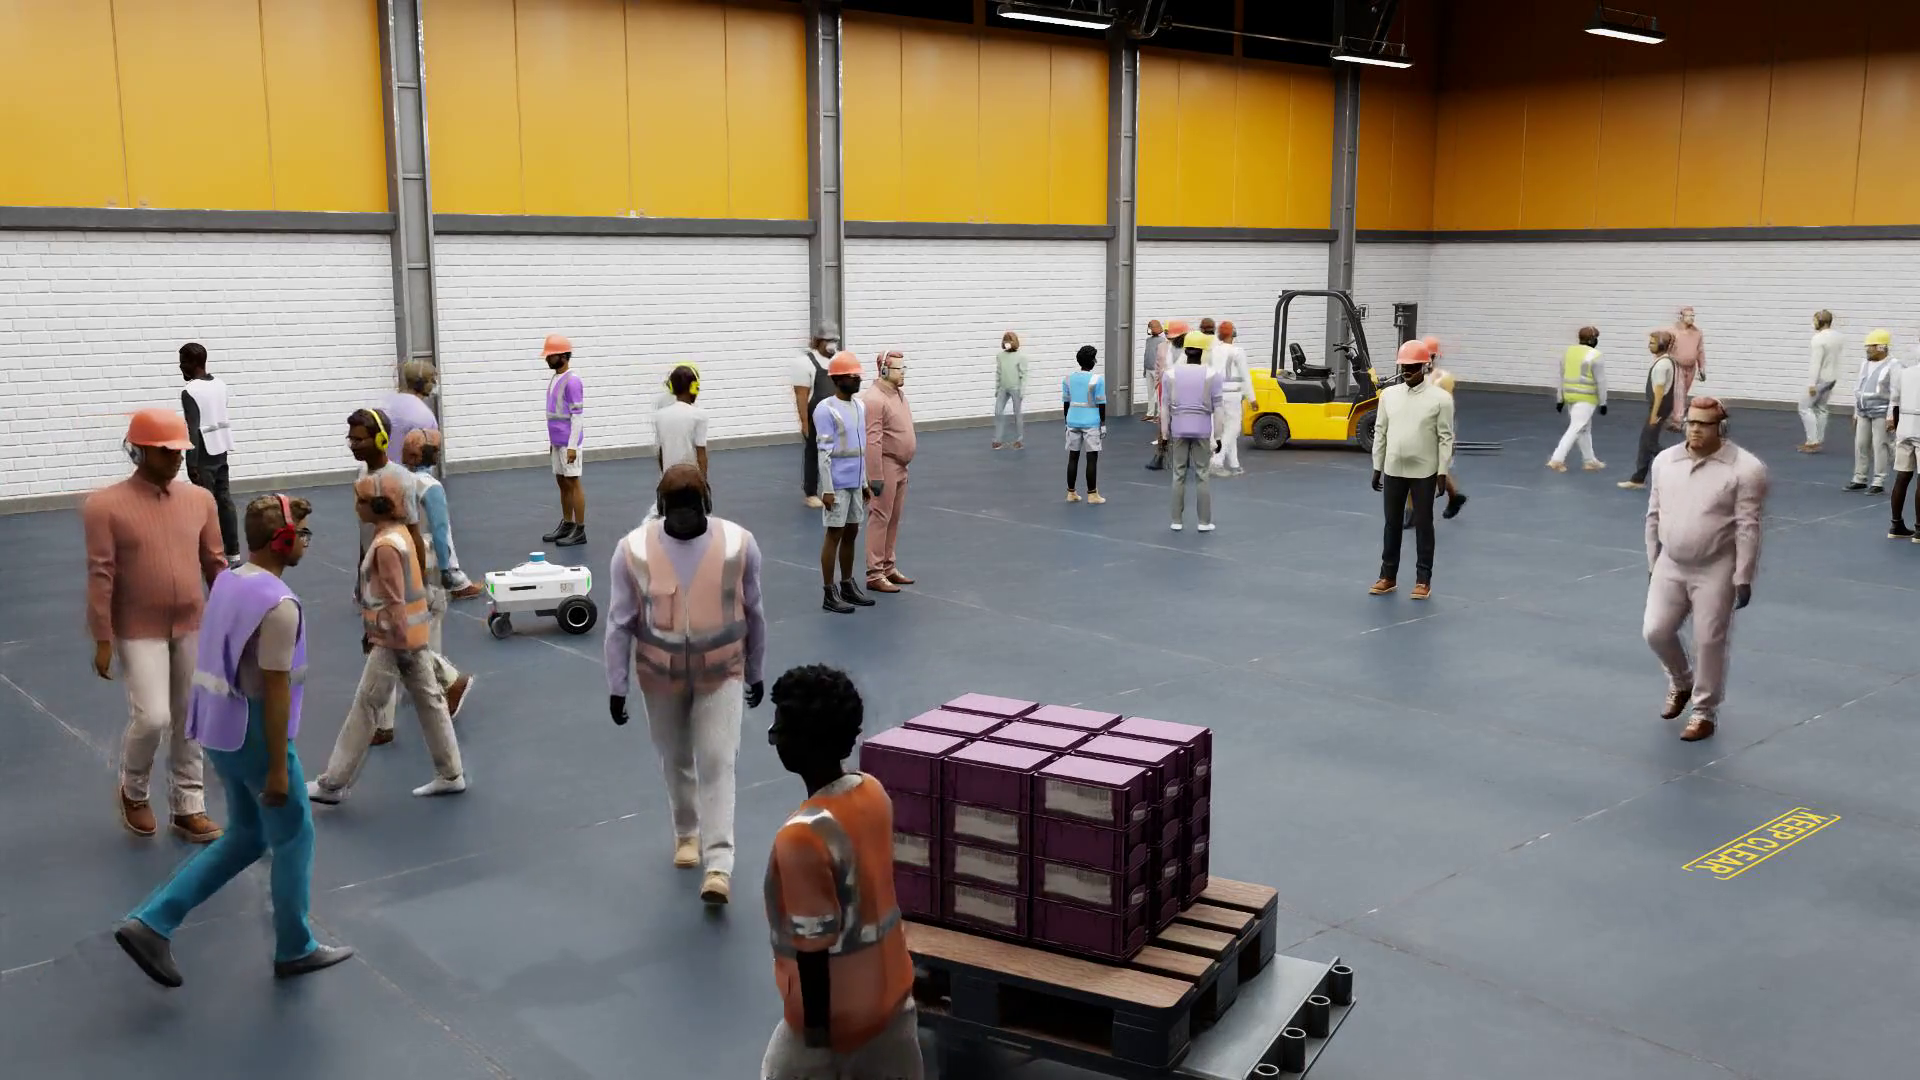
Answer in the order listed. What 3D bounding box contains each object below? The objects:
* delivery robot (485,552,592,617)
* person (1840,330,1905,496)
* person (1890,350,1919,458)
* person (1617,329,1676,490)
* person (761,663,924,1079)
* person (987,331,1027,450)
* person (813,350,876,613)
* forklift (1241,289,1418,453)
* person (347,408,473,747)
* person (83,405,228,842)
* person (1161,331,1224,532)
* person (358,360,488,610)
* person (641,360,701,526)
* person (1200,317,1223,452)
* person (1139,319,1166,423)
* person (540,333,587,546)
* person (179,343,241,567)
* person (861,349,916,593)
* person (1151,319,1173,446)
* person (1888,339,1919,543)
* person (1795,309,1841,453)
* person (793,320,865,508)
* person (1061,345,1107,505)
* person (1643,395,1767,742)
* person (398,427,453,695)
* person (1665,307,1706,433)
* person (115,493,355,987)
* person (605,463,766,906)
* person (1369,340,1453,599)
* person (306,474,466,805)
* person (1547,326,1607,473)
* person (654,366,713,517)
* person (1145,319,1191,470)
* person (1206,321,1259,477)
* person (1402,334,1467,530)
[{"bbox_3d":[-2.963,0.328,11.687,0.707,0.478,0.477,-4,10,-20],"label":"delivery robot"},{"bbox_3d":[10.135,-1.399,18.404,0.404,1.818,0.628,-2,10,-13],"label":"person"},{"bbox_3d":[11.978,-1.799,20.558,0.599,1.872,0.595,-7,12,-36],"label":"person"},{"bbox_3d":[7.822,-1.440,18.598,0.685,1.833,0.532,5,11,26],"label":"person"},{"bbox_3d":[-0.375,1.121,4.089,0.847,1.654,0.549,4,10,20],"label":"person"},{"bbox_3d":[0.628,-2.011,22.557,0.531,1.610,0.672,7,12,34],"label":"person"},{"bbox_3d":[-0.848,-0.436,12.384,0.352,1.942,0.546,6,11,30],"label":"person"},{"bbox_3d":[5.034,-2.339,22.783,2.313,2.155,1.214,3,10,16],"label":"forklift"},{"bbox_3d":[-3.036,0.181,9.072,0.535,1.847,0.779,9,14,44],"label":"person"},{"bbox_3d":[-3.546,0.386,7.434,0.414,1.982,0.647,6,12,33],"label":"person"},{"bbox_3d":[2.222,-1.035,15.933,0.594,1.924,0.382,3,10,15],"label":"person"},{"bbox_3d":[-4.068,-0.404,12.410,0.619,1.878,1.044,9,13,43],"label":"person"},{"bbox_3d":[-2.575,-0.760,14.961,0.525,1.704,0.570,8,13,40],"label":"person"},{"bbox_3d":[3.356,-2.119,22.653,0.704,1.807,0.635,6,12,33],"label":"person"},{"bbox_3d":[3.084,-2.686,26.454,0.283,1.633,0.497,-6,11,-31],"label":"person"},{"bbox_3d":[-3.626,-0.912,15.181,0.358,1.938,0.542,-7,12,-34],"label":"person"},{"bbox_3d":[-6.397,-0.720,14.156,0.388,1.910,0.591,1,10,5],"label":"person"},{"bbox_3d":[-0.546,-0.550,13.157,0.401,1.906,0.651,3,10,17],"label":"person"},{"bbox_3d":[2.925,-2.191,23.159,0.524,1.772,0.301,9,13,42],"label":"person"},{"bbox_3d":[8.892,-0.955,15.371,0.380,1.958,0.601,-3,10,-15],"label":"person"},{"bbox_3d":[11.497,-2.114,22.260,0.663,1.931,0.436,-7,12,-36],"label":"person"},{"bbox_3d":[-1.359,-1.302,17.164,0.701,2.000,1.039,-5,11,-28],"label":"person"},{"bbox_3d":[1.329,-1.219,17.680,0.539,1.695,0.318,7,12,37],"label":"person"},{"bbox_3d":[4.031,0.154,9.092,0.443,1.893,0.651,-9,13,-42],"label":"person"},{"bbox_3d":[-3.174,0.140,9.907,0.362,1.625,0.539,-8,13,-39],"label":"person"},{"bbox_3d":[10.839,-2.518,24.746,0.673,1.872,0.878,-2,10,-14],"label":"person"},{"bbox_3d":[-2.608,0.741,5.928,0.701,1.806,0.579,-9,13,-44],"label":"person"},{"bbox_3d":[-1.130,0.582,6.870,0.649,1.787,0.982,-1,10,-6],"label":"person"},{"bbox_3d":[3.475,-0.543,12.852,0.622,1.993,0.381,7,12,36],"label":"person"},{"bbox_3d":[-2.812,0.489,7.963,0.857,1.600,0.531,-2,10,-11],"label":"person"},{"bbox_3d":[7.570,-1.717,20.323,0.950,1.800,0.639,-4,10,-21],"label":"person"},{"bbox_3d":[-1.954,-0.370,12.318,0.533,1.828,0.885,5,11,27],"label":"person"},{"bbox_3d":[2.614,-1.758,20.331,0.613,1.872,0.848,9,13,41],"label":"person"},{"bbox_3d":[3.225,-1.681,19.909,0.595,1.858,0.684,-6,12,-33],"label":"person"},{"bbox_3d":[4.602,-1.060,16.200,0.847,1.906,0.566,-9,13,-42],"label":"person"}]
